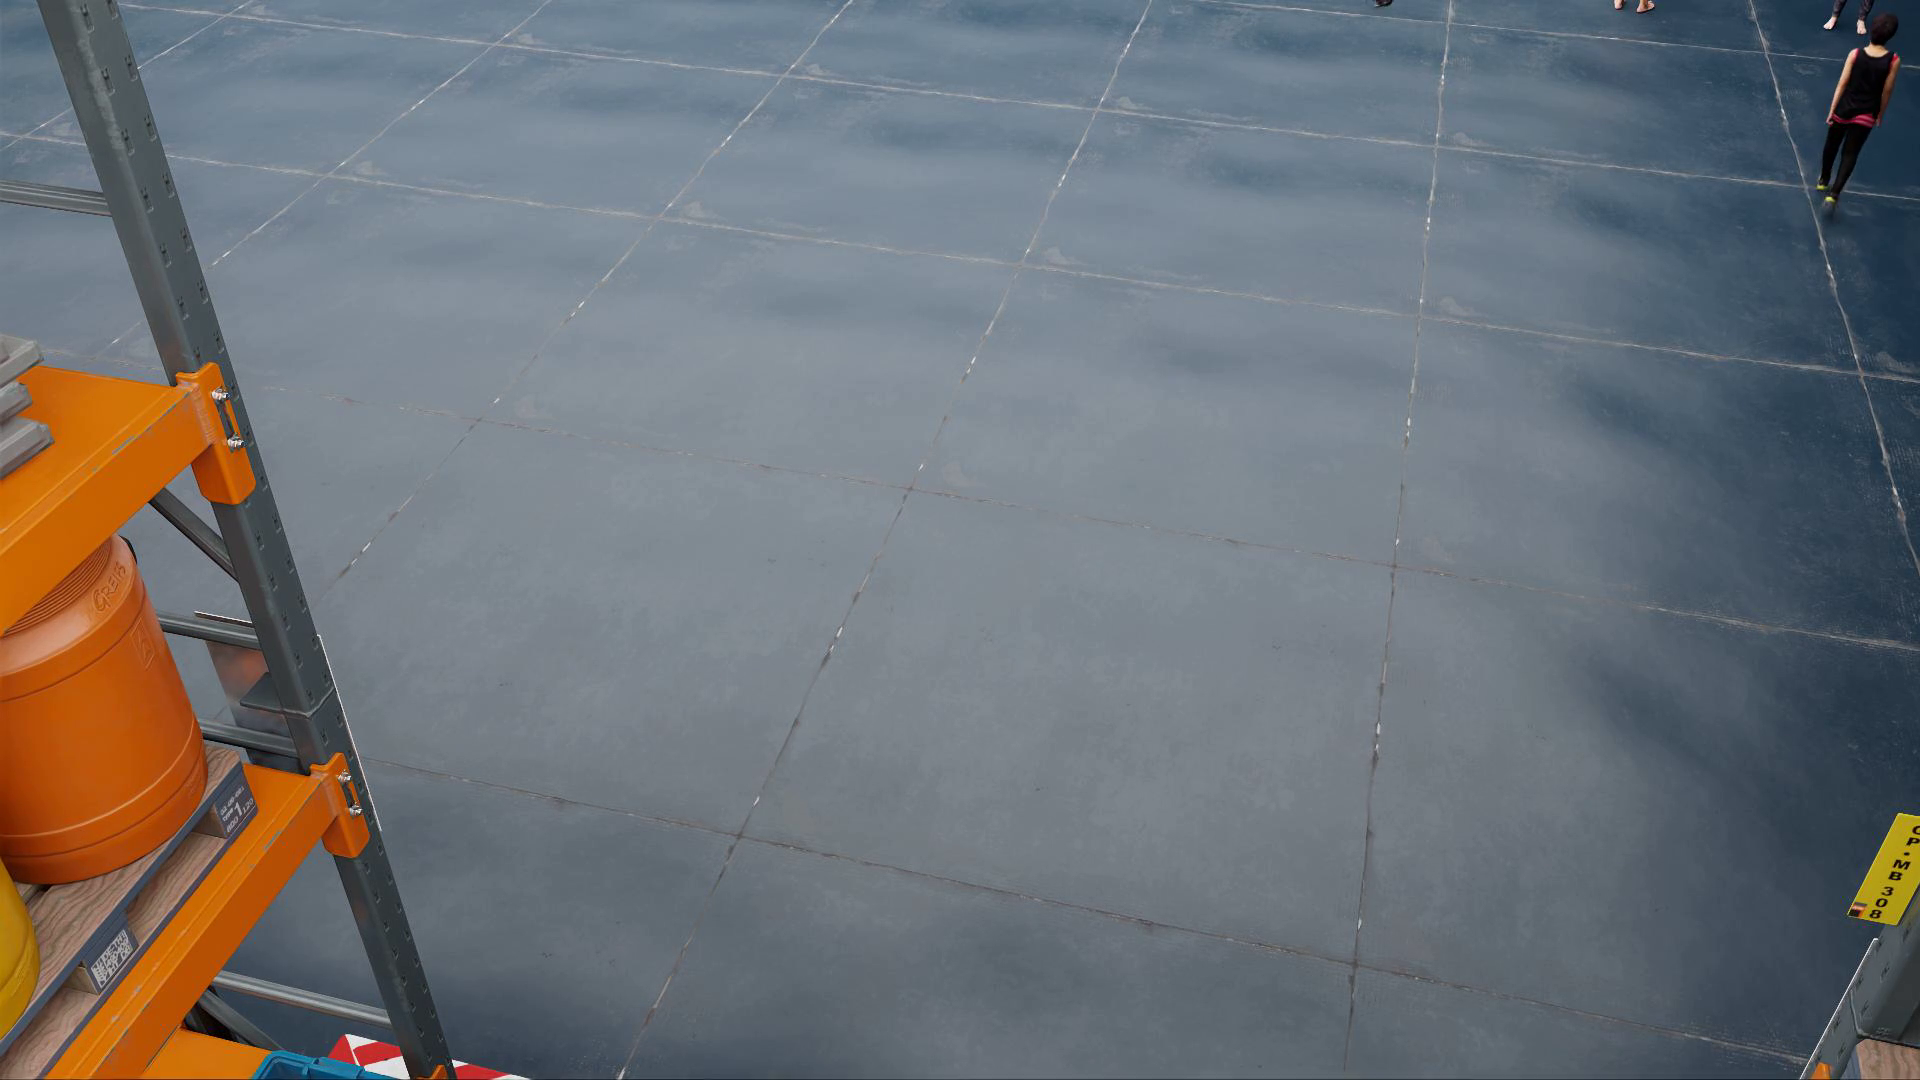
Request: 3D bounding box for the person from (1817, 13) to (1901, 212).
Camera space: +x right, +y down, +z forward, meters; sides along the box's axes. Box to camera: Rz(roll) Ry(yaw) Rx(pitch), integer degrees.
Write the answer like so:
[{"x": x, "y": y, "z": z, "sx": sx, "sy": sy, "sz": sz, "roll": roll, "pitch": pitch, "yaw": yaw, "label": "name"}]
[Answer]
[{"x": 7.050, "y": -3.348, "z": 13.116, "sx": 0.708, "sy": 1.522, "sz": 1.061, "roll": 20, "pitch": 42, "yaw": 24, "label": "person"}]
